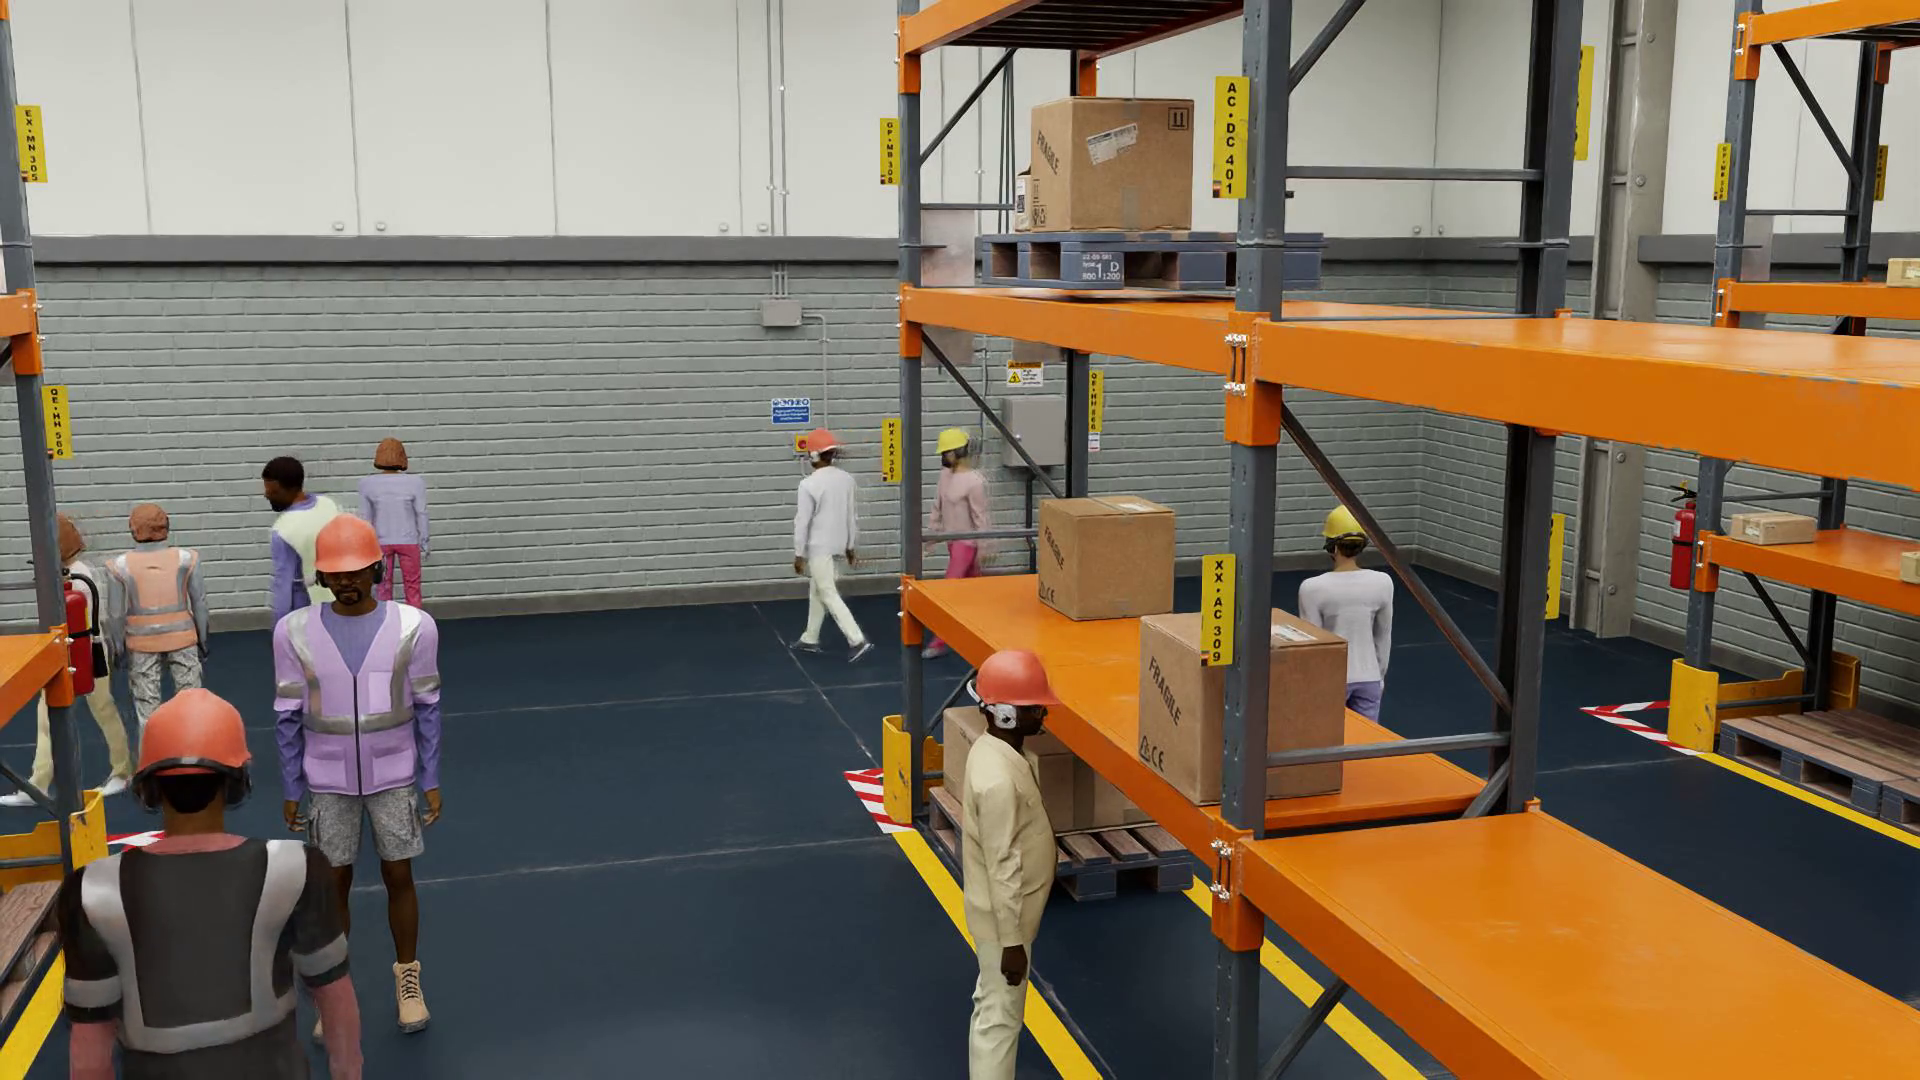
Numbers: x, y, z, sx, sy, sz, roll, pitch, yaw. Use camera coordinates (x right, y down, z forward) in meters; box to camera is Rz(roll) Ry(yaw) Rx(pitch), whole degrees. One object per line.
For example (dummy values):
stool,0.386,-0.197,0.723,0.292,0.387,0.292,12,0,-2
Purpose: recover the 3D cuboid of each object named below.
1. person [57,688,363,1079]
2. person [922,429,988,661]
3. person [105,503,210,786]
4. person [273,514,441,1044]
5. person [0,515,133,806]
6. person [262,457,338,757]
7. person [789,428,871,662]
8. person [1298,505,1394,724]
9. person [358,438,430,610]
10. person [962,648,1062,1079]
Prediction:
person,-1.810,1.342,4.094,0.633,1.986,1.075,-3,10,-17
person,0.021,0.011,12.480,0.898,1.709,0.507,-5,11,-28
person,-4.451,0.604,9.273,0.513,1.640,0.309,-6,11,-29
person,-2.293,0.908,6.388,0.607,2.044,0.372,-3,10,-17
person,-4.897,0.666,9.003,0.527,1.594,0.765,8,12,37
person,-3.755,0.422,9.676,0.387,1.860,0.700,1,10,6
person,-0.966,0.034,12.295,0.836,1.723,0.570,7,12,35
person,1.905,0.707,8.323,0.524,1.769,0.326,-3,10,-16
person,-4.220,0.050,12.448,0.501,1.633,0.279,-2,10,-10
person,0.167,1.211,5.487,0.324,1.752,0.561,0,10,-1
